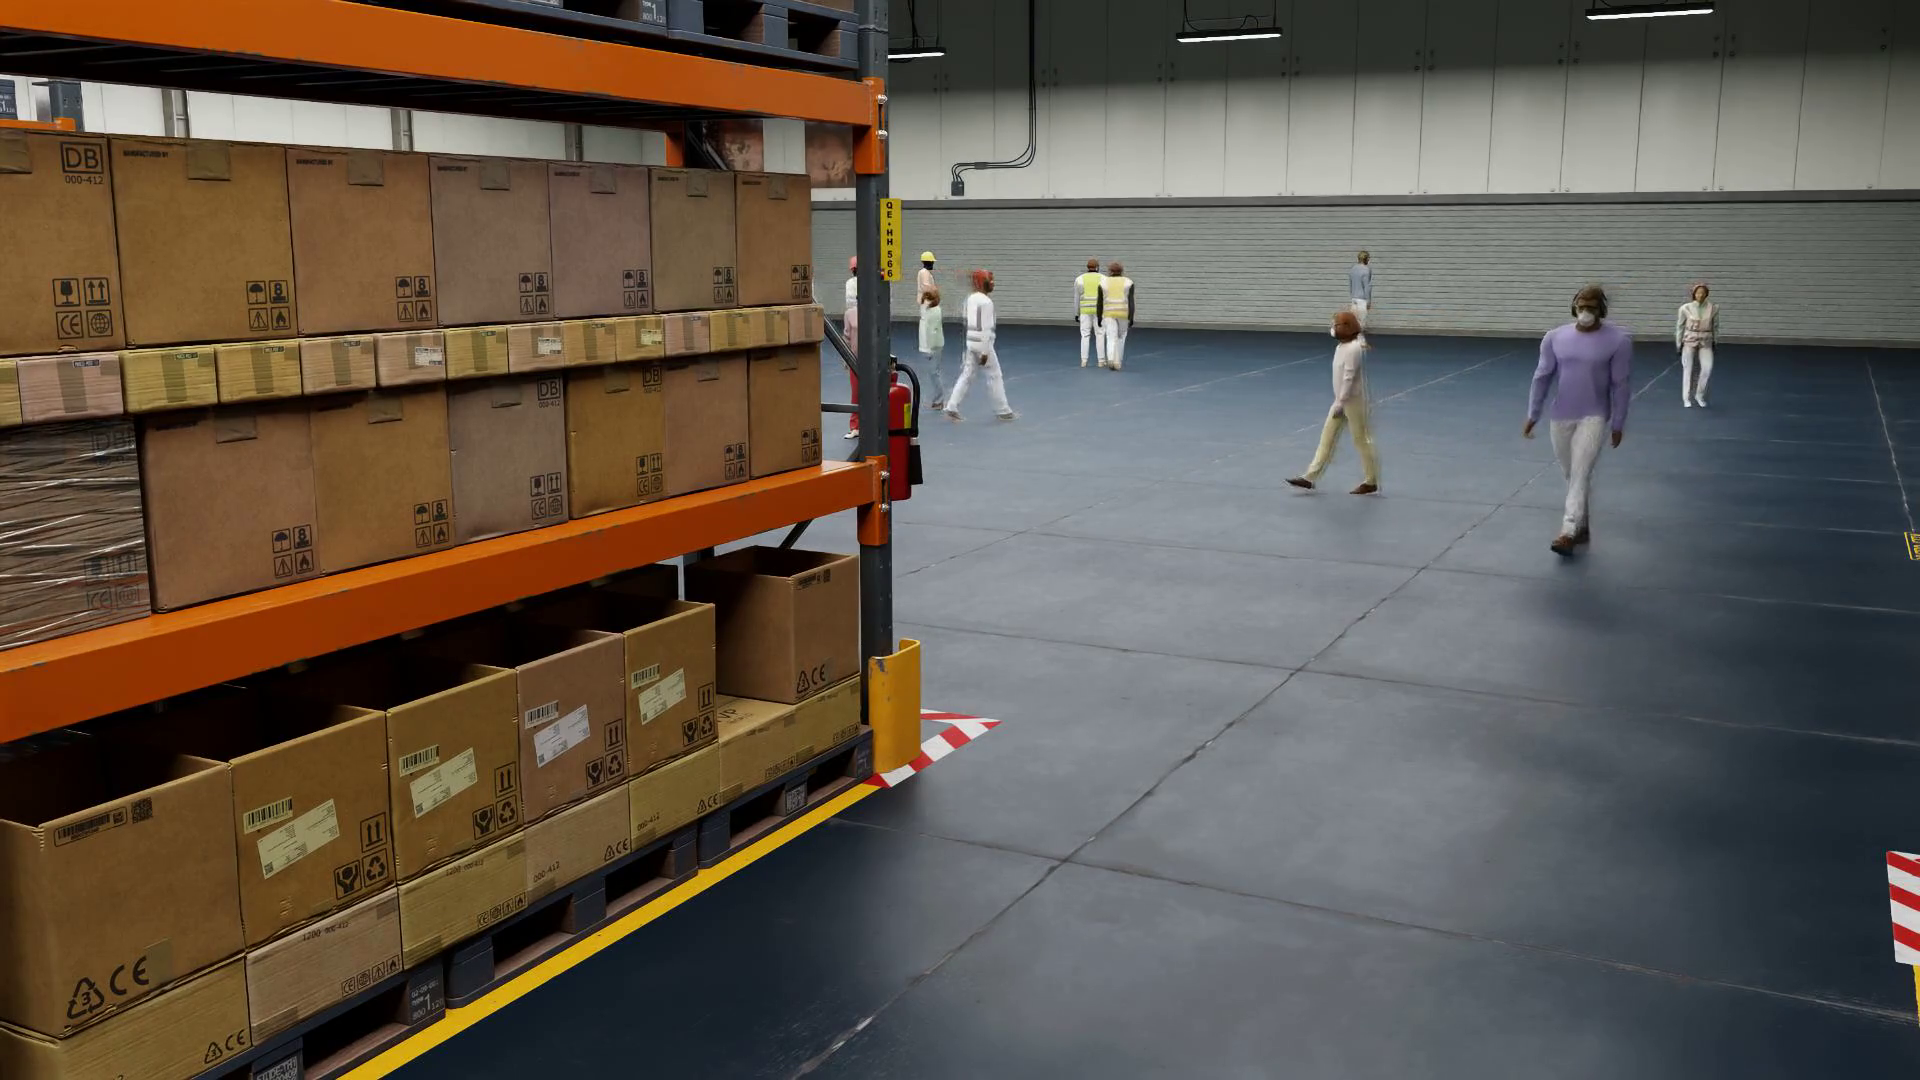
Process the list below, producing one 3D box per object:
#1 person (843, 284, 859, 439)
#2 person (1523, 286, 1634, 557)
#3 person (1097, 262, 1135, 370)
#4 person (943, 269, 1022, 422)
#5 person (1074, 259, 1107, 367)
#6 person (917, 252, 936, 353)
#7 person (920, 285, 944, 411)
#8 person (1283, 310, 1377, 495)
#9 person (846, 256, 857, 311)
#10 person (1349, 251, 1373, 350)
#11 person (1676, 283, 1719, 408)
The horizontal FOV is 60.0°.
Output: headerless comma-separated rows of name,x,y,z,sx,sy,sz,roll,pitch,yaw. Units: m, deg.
person,-1.038,-1.986,18.321,0.524,1.769,0.325,3,11,15
person,4.390,-0.851,11.816,0.648,1.890,1.014,8,13,38
person,2.605,-3.741,27.819,0.630,1.806,0.886,1,10,7
person,0.245,-2.322,19.966,0.978,1.844,0.575,-5,12,-27
person,2.266,-3.871,28.416,0.622,1.838,0.430,2,11,11
person,-0.635,-4.550,31.864,0.363,1.928,0.587,-2,11,-9
person,-0.368,-2.471,21.395,0.320,1.610,0.635,-2,11,-10
person,3.250,-1.169,14.320,0.835,1.589,0.518,-1,10,-7
person,-1.533,-3.523,26.302,0.560,1.913,0.586,-8,13,-36
person,7.883,-4.708,32.697,0.373,1.940,0.628,-4,11,-20
person,9.584,-2.518,21.613,0.538,1.622,0.437,2,11,9
